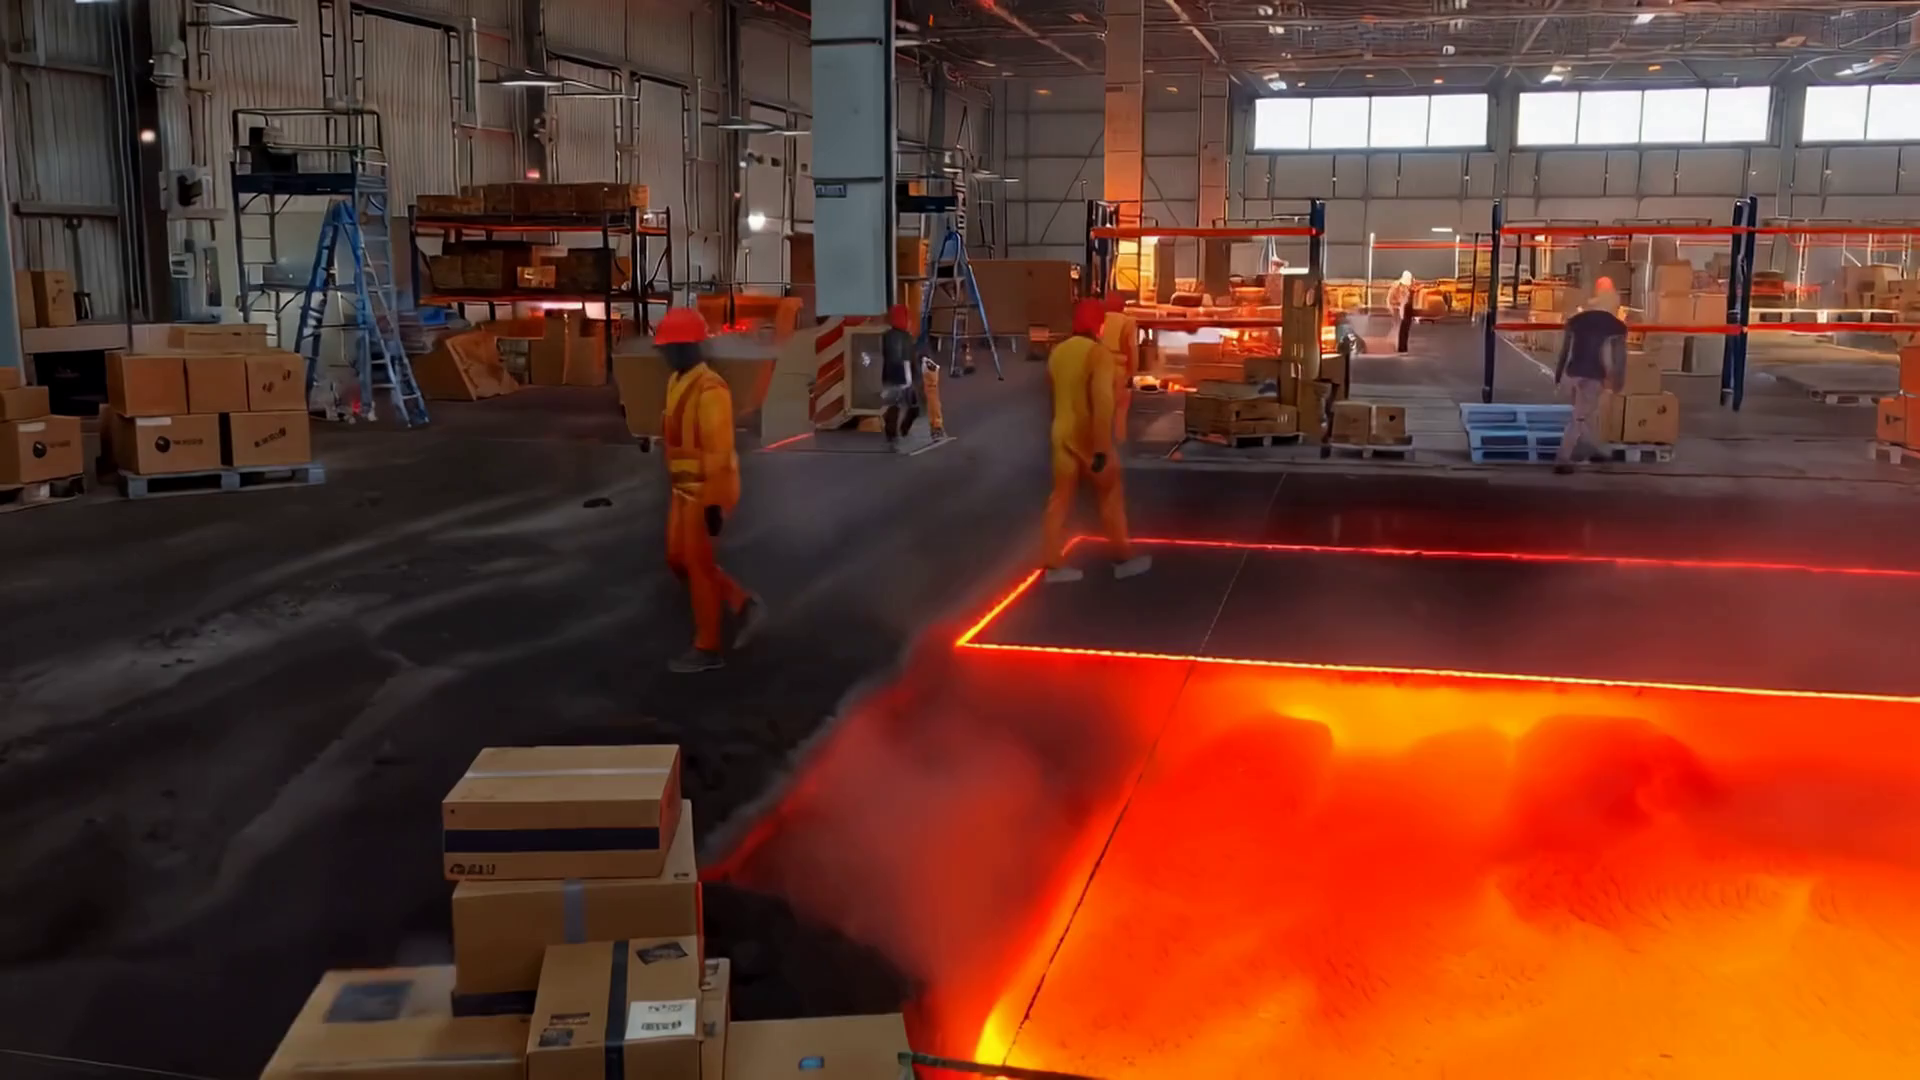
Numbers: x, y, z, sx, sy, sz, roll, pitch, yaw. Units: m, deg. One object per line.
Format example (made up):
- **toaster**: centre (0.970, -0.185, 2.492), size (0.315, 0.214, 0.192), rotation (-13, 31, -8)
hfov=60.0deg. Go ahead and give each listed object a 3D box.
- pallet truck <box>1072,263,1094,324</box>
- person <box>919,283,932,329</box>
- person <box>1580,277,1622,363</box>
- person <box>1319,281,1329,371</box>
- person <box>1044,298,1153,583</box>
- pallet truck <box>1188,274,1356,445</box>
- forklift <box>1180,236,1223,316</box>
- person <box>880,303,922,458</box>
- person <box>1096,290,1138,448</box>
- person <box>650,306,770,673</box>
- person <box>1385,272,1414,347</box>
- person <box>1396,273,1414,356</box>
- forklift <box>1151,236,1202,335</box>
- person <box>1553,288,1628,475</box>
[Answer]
- **pallet truck**: centre (4.325, -8.180, 55.162), size (0.823, 1.965, 1.885), rotation (6, 11, 31)
- **person**: centre (-0.958, -7.359, 50.536), size (0.544, 1.930, 0.389), rotation (-4, 10, -23)
- **person**: centre (8.986, -2.739, 23.402), size (0.584, 1.911, 0.391), rotation (0, 10, -1)
- **person**: centre (6.916, -4.115, 32.010), size (0.486, 1.738, 0.321), rotation (-5, 11, -29)
- **person**: centre (0.929, -0.669, 11.230), size (0.918, 1.905, 0.635), rotation (-8, 12, -38)
- **pallet truck**: centre (3.653, -2.138, 19.590), size (1.885, 1.965, 0.823), rotation (-4, 10, -20)
- **forklift**: centre (7.692, -7.837, 50.548), size (1.873, 2.768, 1.129), rotation (-1, 10, -5)
- **person**: centre (-0.653, -1.719, 18.013), size (0.369, 1.683, 0.559), rotation (-7, 12, -35)
- **person**: centre (1.695, -1.906, 18.779), size (0.629, 1.816, 0.832), rotation (3, 10, 20)
- **person**: centre (-1.329, -0.265, 8.764), size (0.599, 1.925, 0.627), rotation (-5, 11, -28)
- **person**: centre (10.752, -5.628, 40.645), size (0.661, 1.828, 0.904), rotation (-7, 12, -37)
- **person**: centre (9.875, -4.987, 36.811), size (0.332, 1.844, 0.508), rotation (6, 11, 33)
- **forklift**: centre (5.866, -7.214, 46.878), size (1.873, 2.768, 1.129), rotation (2, 10, 14)
- **person**: centre (6.375, -1.588, 16.724), size (0.998, 1.864, 0.644), rotation (-6, 11, -30)
